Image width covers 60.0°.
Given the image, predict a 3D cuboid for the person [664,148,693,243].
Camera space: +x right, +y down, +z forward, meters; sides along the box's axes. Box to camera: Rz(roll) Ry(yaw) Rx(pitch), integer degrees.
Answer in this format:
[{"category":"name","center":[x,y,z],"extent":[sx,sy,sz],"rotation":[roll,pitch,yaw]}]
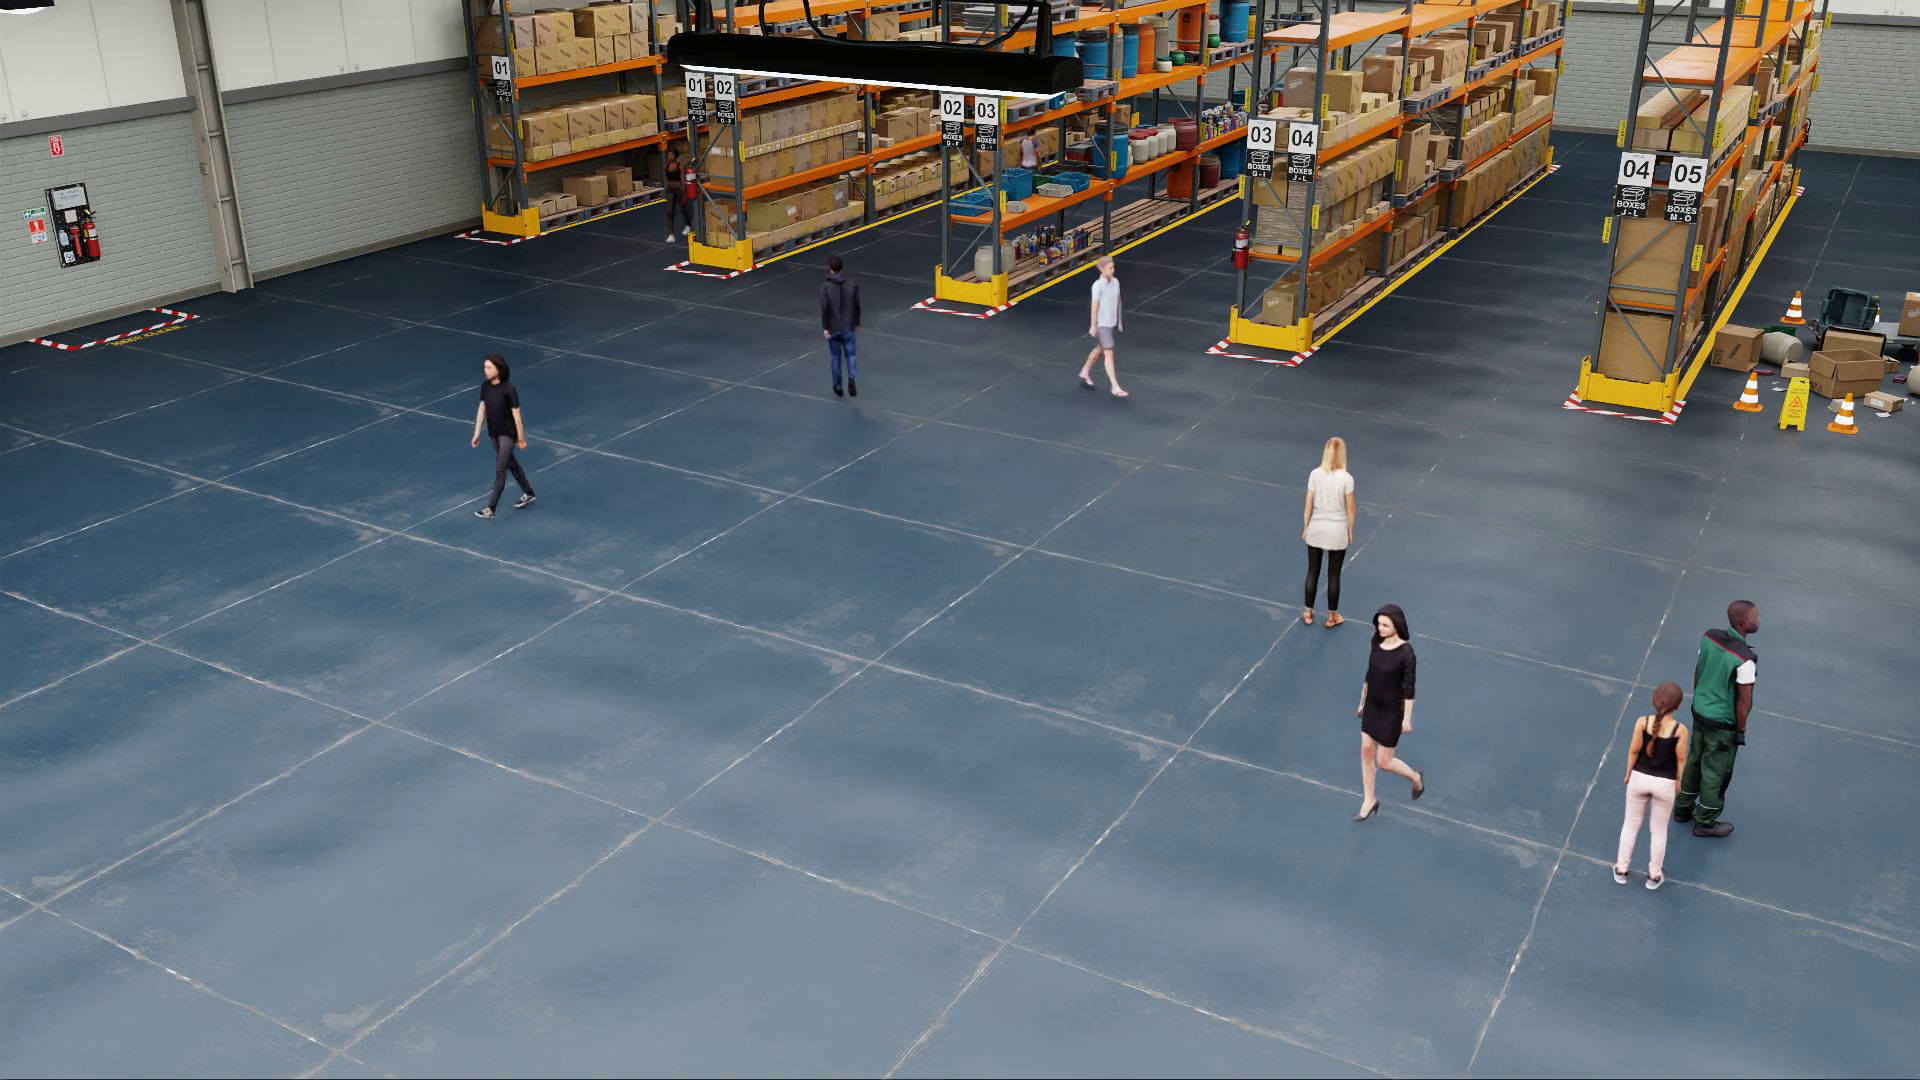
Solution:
[{"category":"person","center":[-5.093,-6.255,30.095],"extent":[0.811,1.650,1.231],"rotation":[7,24,16]}]

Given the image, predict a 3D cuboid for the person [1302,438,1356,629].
[{"category":"person","center":[3.384,-0.066,15.317],"extent":[0.638,1.824,0.561],"rotation":[9,25,21]}]

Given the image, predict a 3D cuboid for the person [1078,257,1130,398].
[{"category":"person","center":[1.839,-2.824,21.843],"extent":[0.882,1.793,1.139],"rotation":[19,30,38]}]

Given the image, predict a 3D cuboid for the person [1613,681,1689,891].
[{"category":"person","center":[4.798,1.688,11.525],"extent":[0.537,1.564,0.502],"rotation":[11,26,25]}]

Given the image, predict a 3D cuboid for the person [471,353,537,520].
[{"category":"person","center":[-4.864,-1.163,17.933],"extent":[0.738,1.796,1.153],"rotation":[16,28,34]}]

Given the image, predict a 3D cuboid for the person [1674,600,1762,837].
[{"category":"person","center":[5.531,1.284,12.128],"extent":[0.827,1.837,0.766],"rotation":[-6,24,-14]}]

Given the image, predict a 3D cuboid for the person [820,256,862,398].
[{"category":"person","center":[-1.513,-2.712,21.476],"extent":[1.033,1.874,1.085],"rotation":[-7,24,-15]}]

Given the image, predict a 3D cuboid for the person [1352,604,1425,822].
[{"category":"person","center":[3.194,1.275,12.212],"extent":[0.927,1.786,0.834],"rotation":[-10,25,-23]}]

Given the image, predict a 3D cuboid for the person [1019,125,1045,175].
[{"category":"person","center":[1.312,-7.297,32.615],"extent":[0.695,1.594,0.915],"rotation":[21,31,40]}]
